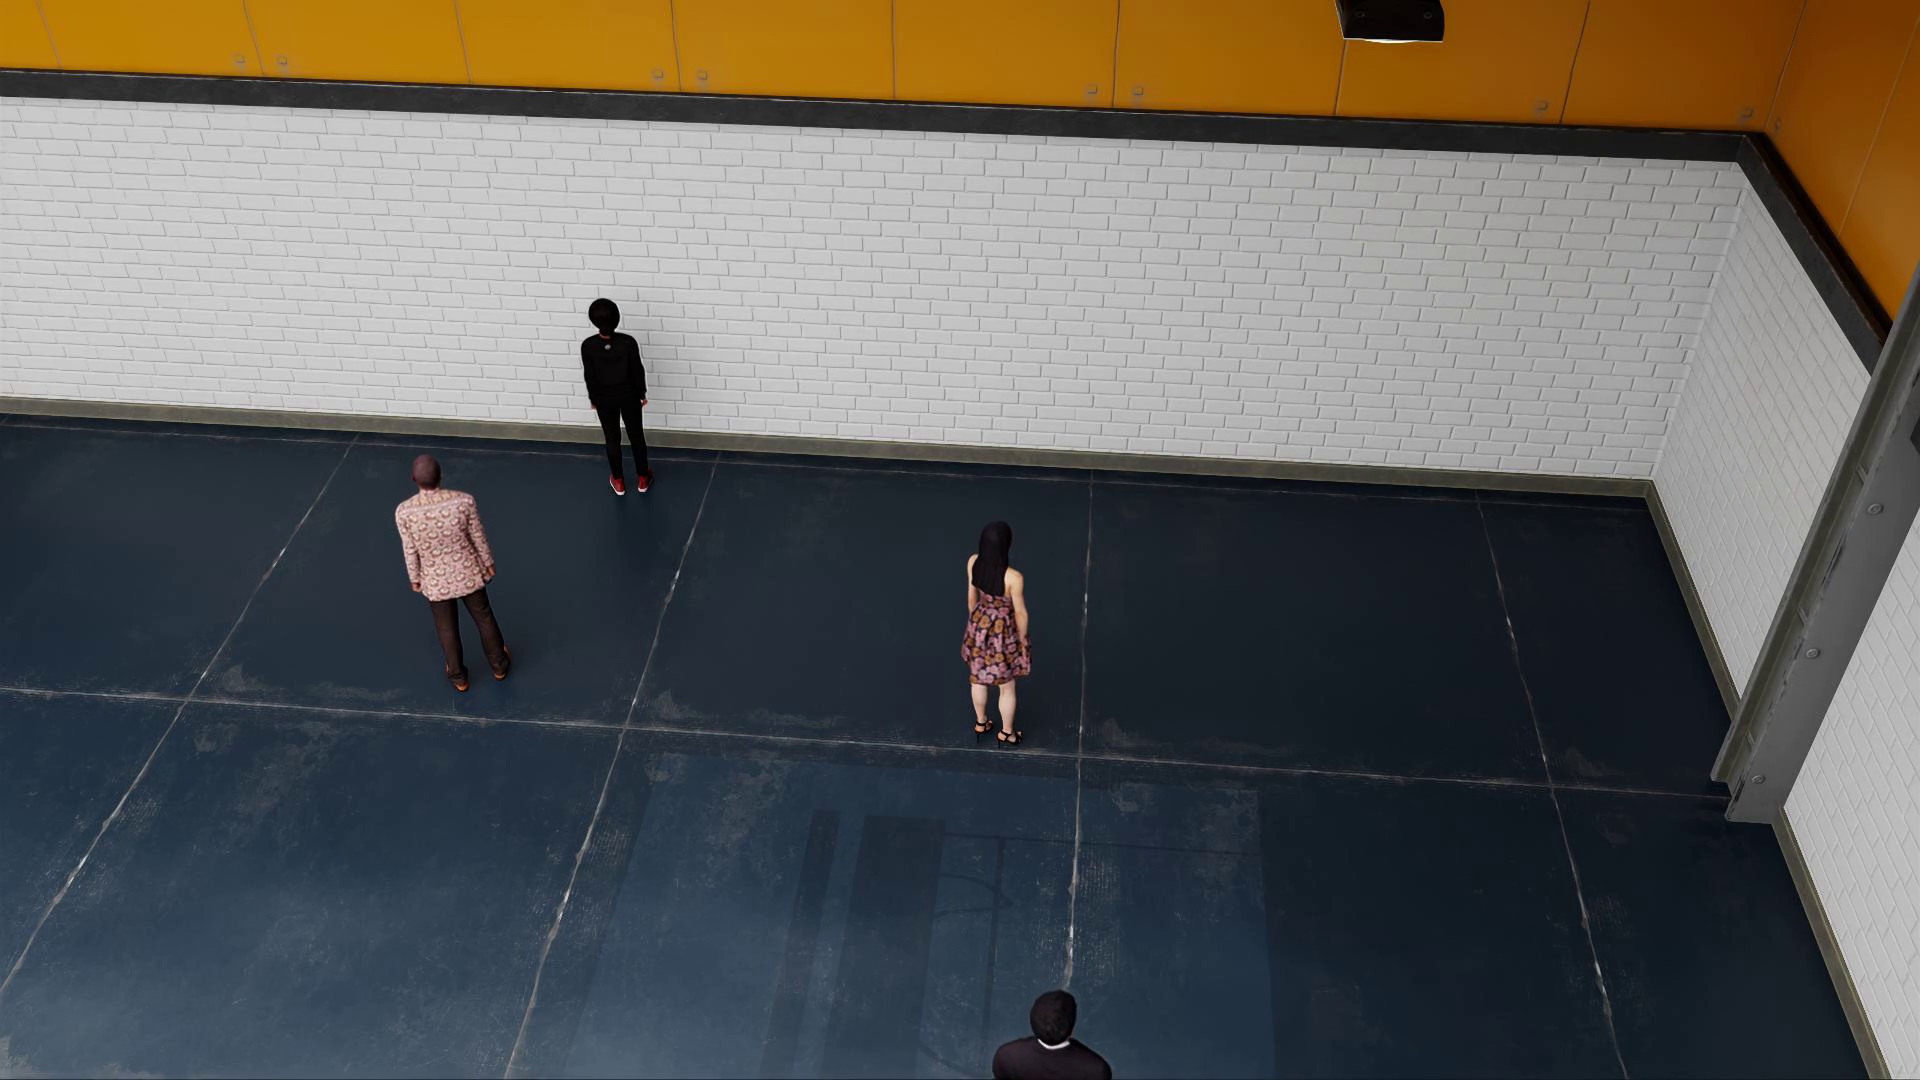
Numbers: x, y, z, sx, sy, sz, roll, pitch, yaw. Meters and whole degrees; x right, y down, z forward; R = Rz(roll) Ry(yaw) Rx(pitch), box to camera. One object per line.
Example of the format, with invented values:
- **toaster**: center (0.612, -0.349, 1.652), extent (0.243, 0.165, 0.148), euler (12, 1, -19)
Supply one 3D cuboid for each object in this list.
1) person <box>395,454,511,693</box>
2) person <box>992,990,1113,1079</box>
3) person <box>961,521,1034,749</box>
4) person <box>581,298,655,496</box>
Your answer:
- **person**: center (-3.306, 0.219, 10.816), extent (0.777, 1.807, 0.753), euler (-13, 41, -16)
- **person**: center (0.409, 2.705, 7.642), extent (0.709, 1.884, 0.562), euler (6, 39, 7)
- **person**: center (0.230, 0.598, 10.369), extent (0.791, 1.773, 0.829), euler (23, 44, 26)
- **person**: center (-2.586, -1.081, 12.550), extent (0.647, 1.674, 0.599), euler (-7, 39, -8)
